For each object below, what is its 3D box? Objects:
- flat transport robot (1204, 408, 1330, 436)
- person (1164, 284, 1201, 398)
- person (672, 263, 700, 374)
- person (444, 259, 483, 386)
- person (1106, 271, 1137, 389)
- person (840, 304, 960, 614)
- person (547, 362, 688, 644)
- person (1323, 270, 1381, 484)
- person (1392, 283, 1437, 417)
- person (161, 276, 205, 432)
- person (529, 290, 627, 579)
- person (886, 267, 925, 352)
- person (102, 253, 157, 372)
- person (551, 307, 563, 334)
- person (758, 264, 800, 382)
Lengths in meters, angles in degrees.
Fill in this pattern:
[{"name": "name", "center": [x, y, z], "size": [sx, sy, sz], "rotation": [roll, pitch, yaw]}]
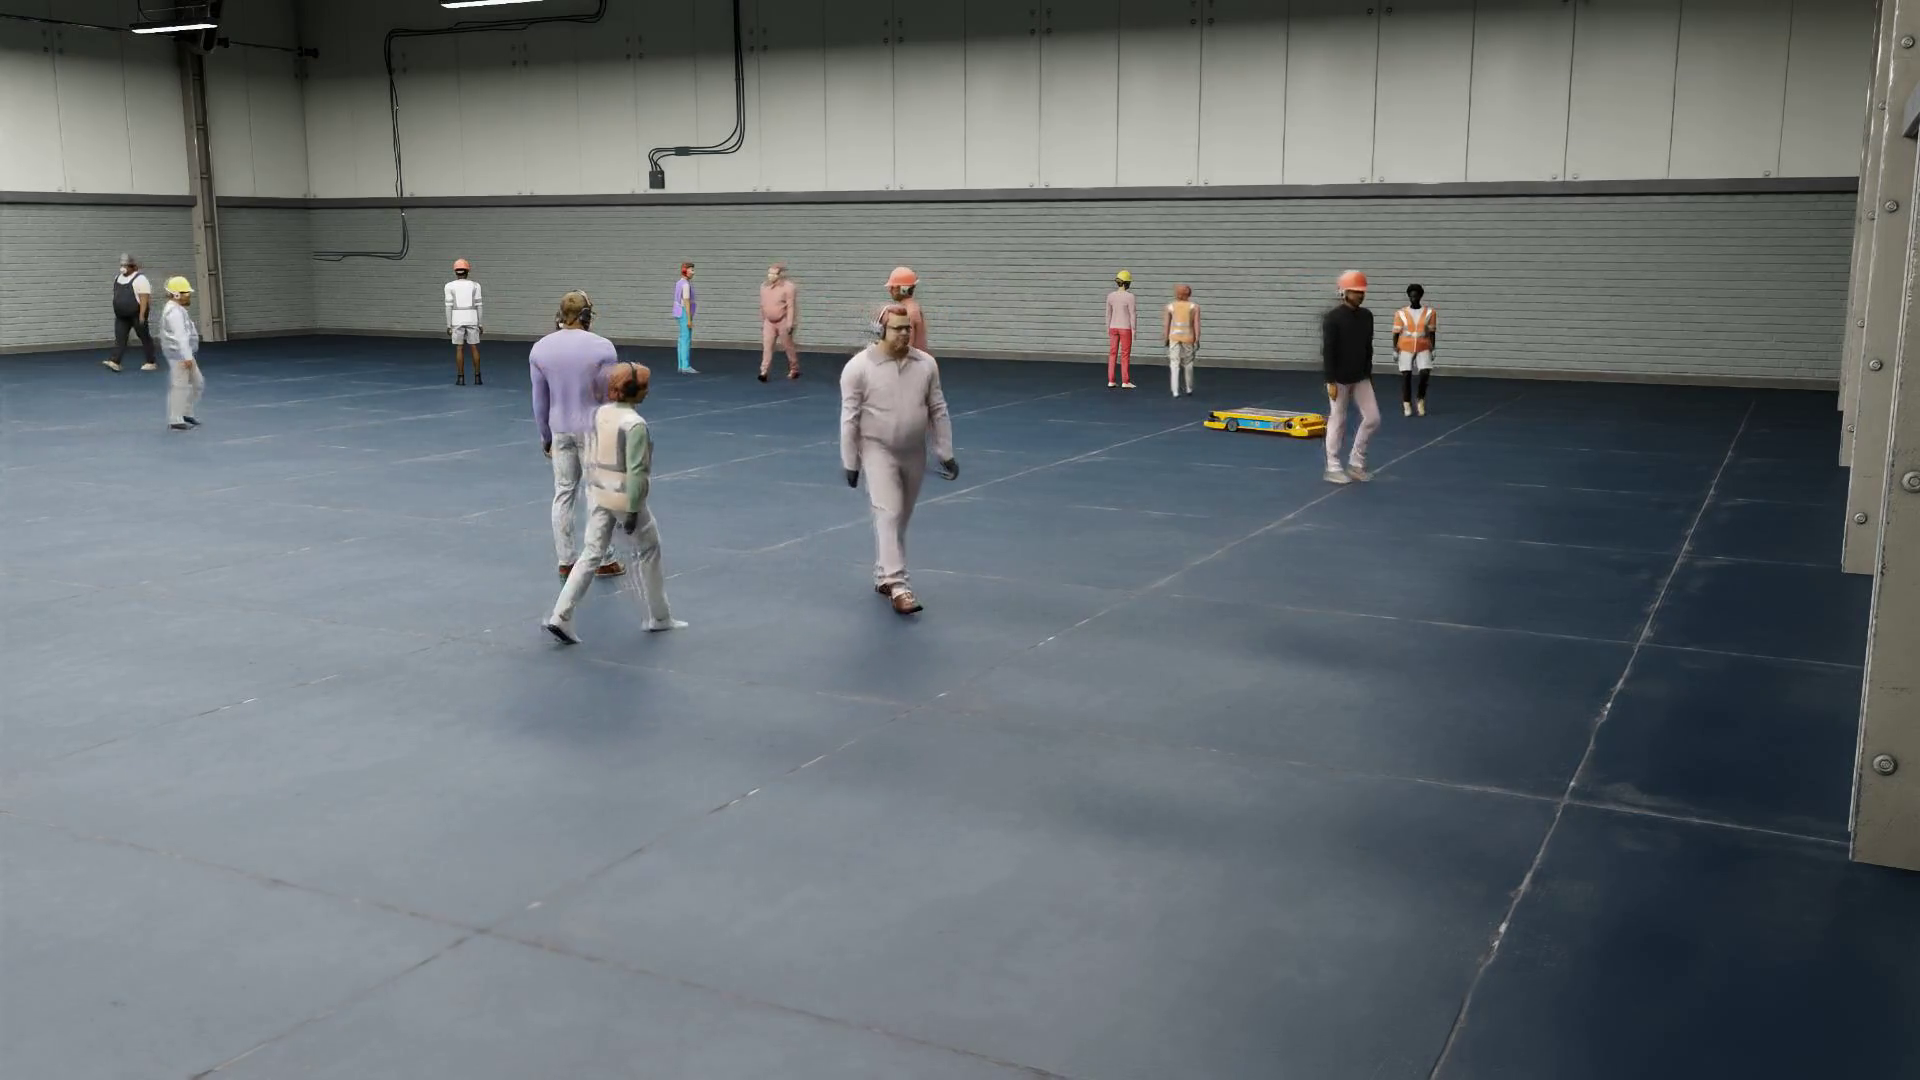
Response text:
[{"name": "flat transport robot", "center": [3.631, -1.390, 19.453], "size": [1.431, 0.197, 0.652], "rotation": [10, 14, 43]}, {"name": "person", "center": [3.173, -2.840, 23.728], "size": [0.541, 1.587, 0.849], "rotation": [3, 11, 17]}, {"name": "person", "center": [-4.586, -3.690, 27.710], "size": [0.393, 1.842, 0.564], "rotation": [-4, 11, -20]}, {"name": "person", "center": [-7.613, -3.335, 25.539], "size": [0.548, 1.925, 0.386], "rotation": [-4, 11, -22]}, {"name": "person", "center": [2.444, -3.166, 25.059], "size": [0.533, 1.767, 0.326], "rotation": [9, 14, 40]}, {"name": "person", "center": [-0.344, -0.496, 10.219], "size": [0.659, 1.869, 0.914], "rotation": [-7, 12, -32]}, {"name": "person", "center": [-1.967, -0.210, 9.412], "size": [0.508, 1.599, 0.858], "rotation": [10, 14, 43]}, {"name": "person", "center": [3.623, -1.486, 15.322], "size": [0.647, 1.972, 0.593], "rotation": [-6, 12, -30]}, {"name": "person", "center": [5.735, -2.392, 21.027], "size": [0.557, 1.684, 0.438], "rotation": [2, 11, 11]}, {"name": "person", "center": [-9.111, -2.174, 19.531], "size": [0.494, 1.815, 0.602], "rotation": [-4, 11, -20]}, {"name": "person", "center": [-2.543, -0.695, 11.133], "size": [0.627, 1.933, 0.371], "rotation": [2, 11, 12]}, {"name": "person", "center": [-0.524, -1.629, 16.054], "size": [0.384, 1.994, 0.618], "rotation": [0, 10, 2]}, {"name": "person", "center": [-14.042, -3.858, 28.084], "size": [0.706, 2.000, 1.021], "rotation": [3, 11, 14]}, {"name": "person", "center": [-3.842, -1.508, 16.423], "size": [0.501, 1.620, 0.357], "rotation": [2, 11, 11]}, {"name": "person", "center": [-2.879, -3.422, 26.264], "size": [0.687, 1.857, 1.021], "rotation": [4, 11, 22]}]
